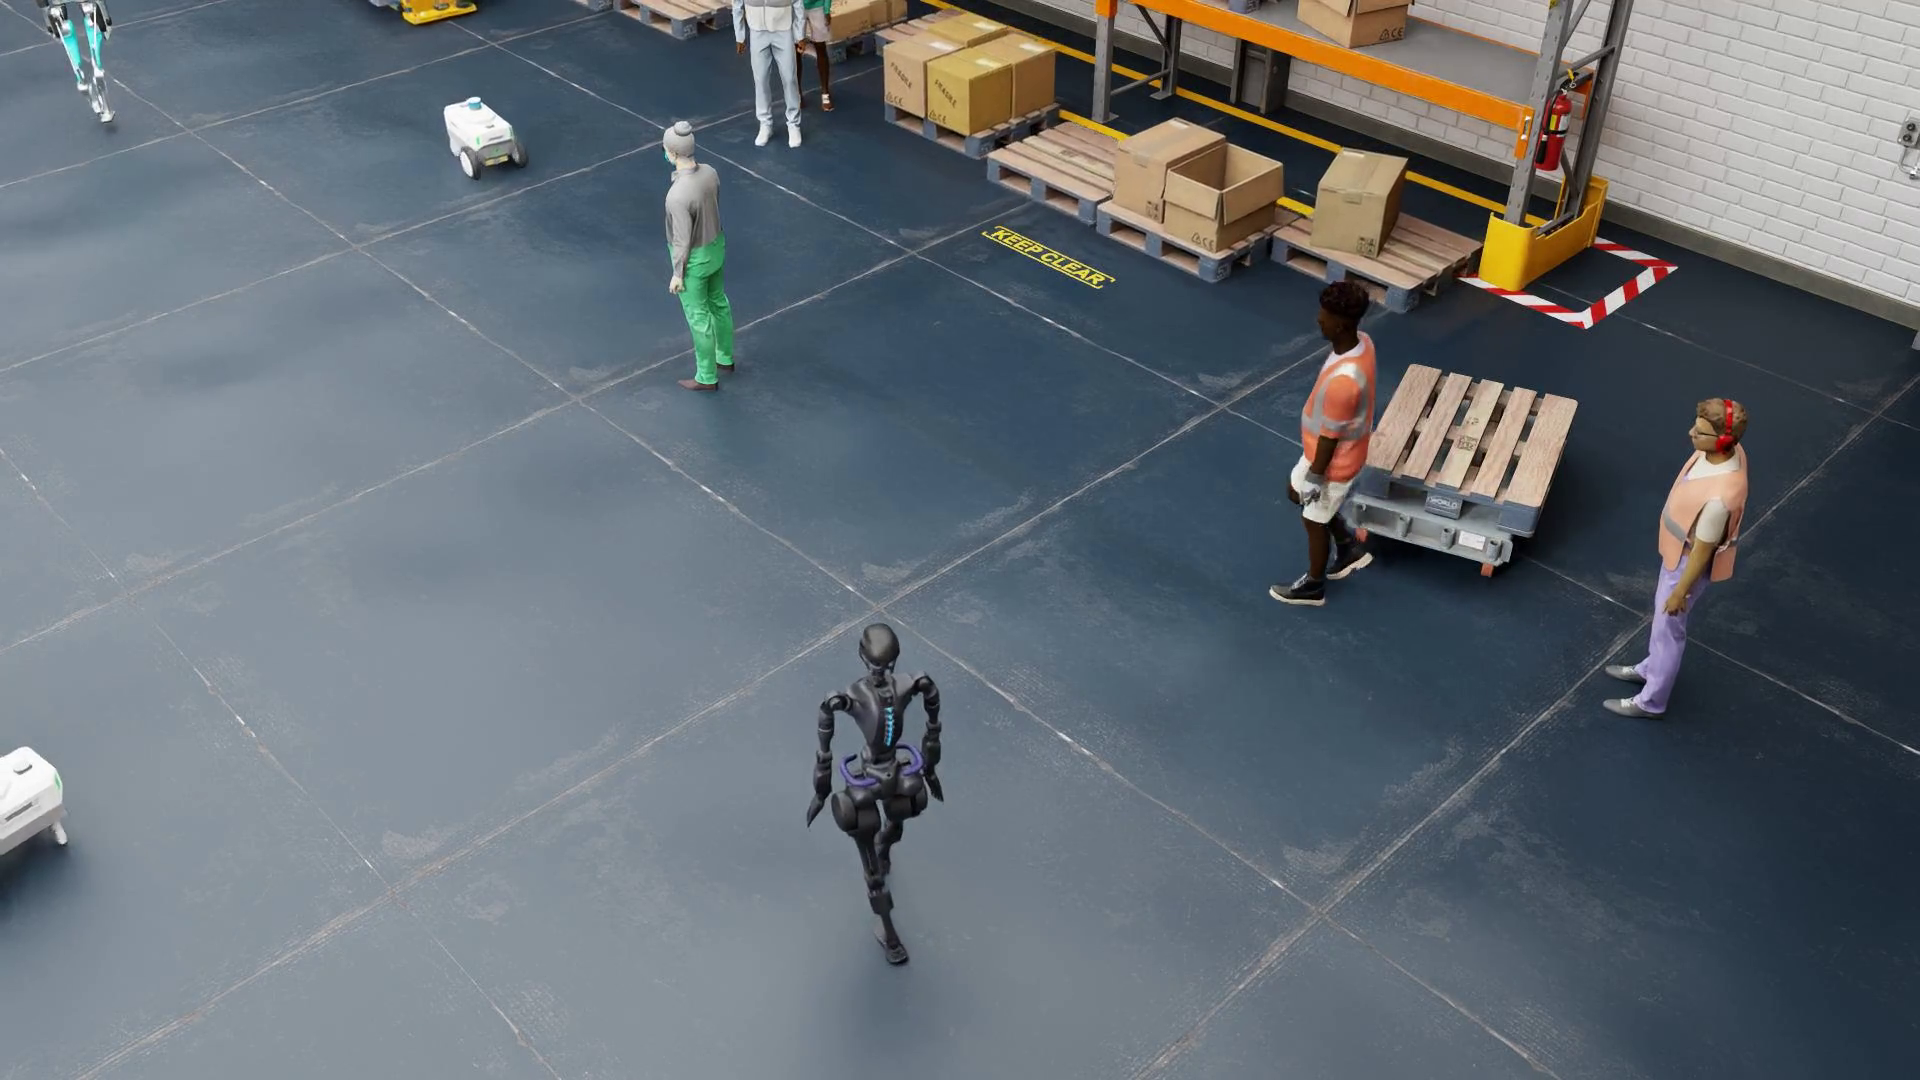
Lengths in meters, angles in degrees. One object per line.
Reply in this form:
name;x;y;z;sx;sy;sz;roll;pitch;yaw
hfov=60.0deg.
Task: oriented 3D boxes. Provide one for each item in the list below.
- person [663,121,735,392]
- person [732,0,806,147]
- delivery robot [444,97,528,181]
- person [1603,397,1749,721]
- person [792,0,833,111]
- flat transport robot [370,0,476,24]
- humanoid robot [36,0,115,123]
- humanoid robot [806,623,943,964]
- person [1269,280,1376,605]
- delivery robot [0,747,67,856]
person;-1.690;-1.814;10.622;0.340;1.854;0.513;14;39;18
person;-1.569;-4.201;13.740;0.595;1.908;0.408;1;37;1
delivery robot;-3.955;-3.346;13.728;0.499;0.598;0.801;-24;43;-28
person;3.542;0.111;8.087;0.388;1.838;0.559;12;39;16
person;-1.343;-4.613;14.344;0.490;1.840;0.407;-4;37;-5
flat transport robot;-5.533;-5.585;16.927;0.659;0.231;1.431;-25;44;-29
humanoid robot;-7.455;-4.313;14.039;0.542;1.769;0.910;-12;39;-15
humanoid robot;-0.378;1.004;7.064;0.609;1.631;0.744;-14;39;-18
person;1.957;-0.462;8.755;0.465;1.945;0.614;8;38;10
delivery robot;-4.488;1.323;7.560;0.503;0.613;0.784;24;43;29
